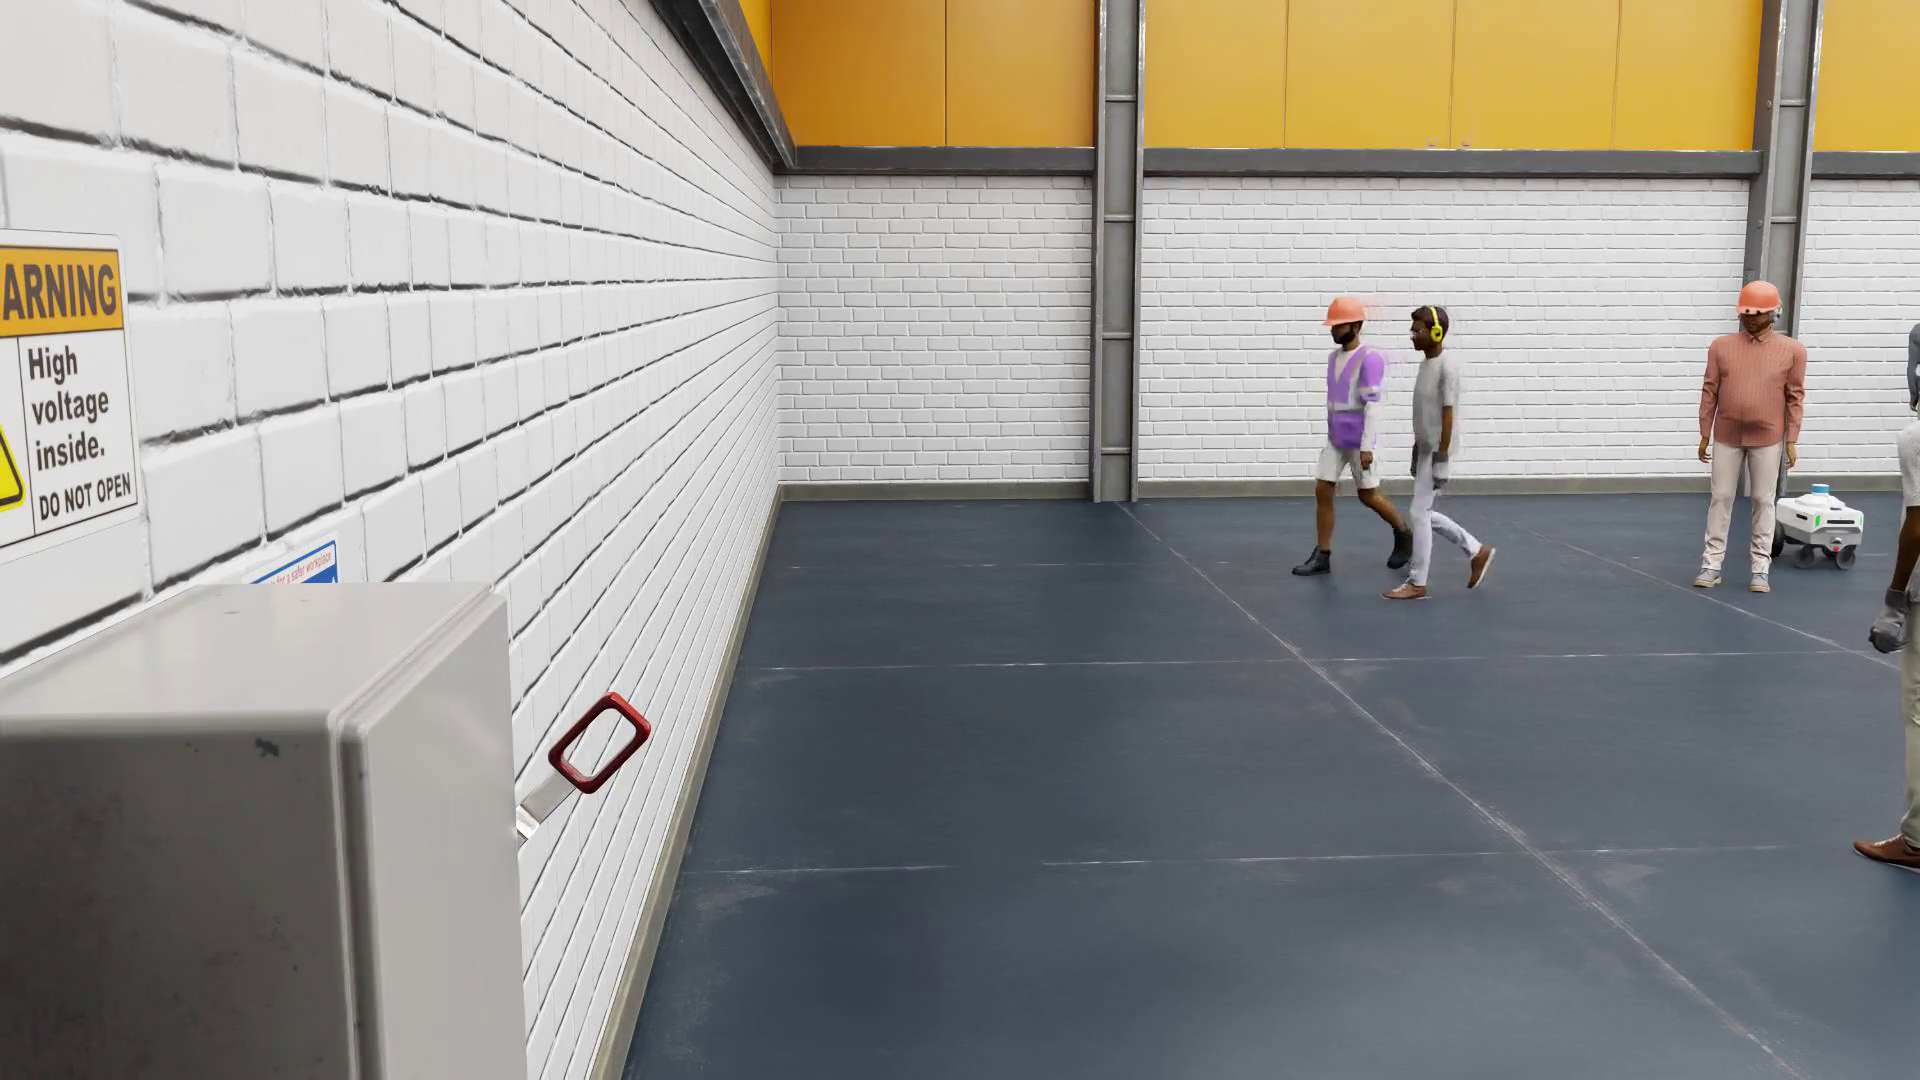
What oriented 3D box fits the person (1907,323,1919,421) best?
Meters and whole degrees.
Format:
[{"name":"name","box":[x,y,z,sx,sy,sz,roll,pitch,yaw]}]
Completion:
[{"name":"person","box":[8.708,-1.279,14.726,0.373,1.935,0.627,-6,11,-32]}]

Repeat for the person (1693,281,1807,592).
[{"name":"person","box":[5.050,-0.658,10.661,0.609,1.985,0.392,6,11,33]}]

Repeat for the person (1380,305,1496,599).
[{"name":"person","box":[3.014,-0.534,10.349,0.694,1.842,0.523,-1,9,-4]}]

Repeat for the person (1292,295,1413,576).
[{"name":"person","box":[2.721,-0.702,11.253,0.926,1.900,0.565,-4,10,-24]}]

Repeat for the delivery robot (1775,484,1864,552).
[{"name":"delivery robot","box":[6.010,-0.147,11.641,0.477,0.478,0.707,1,9,4]}]

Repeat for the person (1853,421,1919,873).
[{"name":"person","box":[3.326,0.200,5.639,0.513,1.871,0.329,-3,9,-17]}]
